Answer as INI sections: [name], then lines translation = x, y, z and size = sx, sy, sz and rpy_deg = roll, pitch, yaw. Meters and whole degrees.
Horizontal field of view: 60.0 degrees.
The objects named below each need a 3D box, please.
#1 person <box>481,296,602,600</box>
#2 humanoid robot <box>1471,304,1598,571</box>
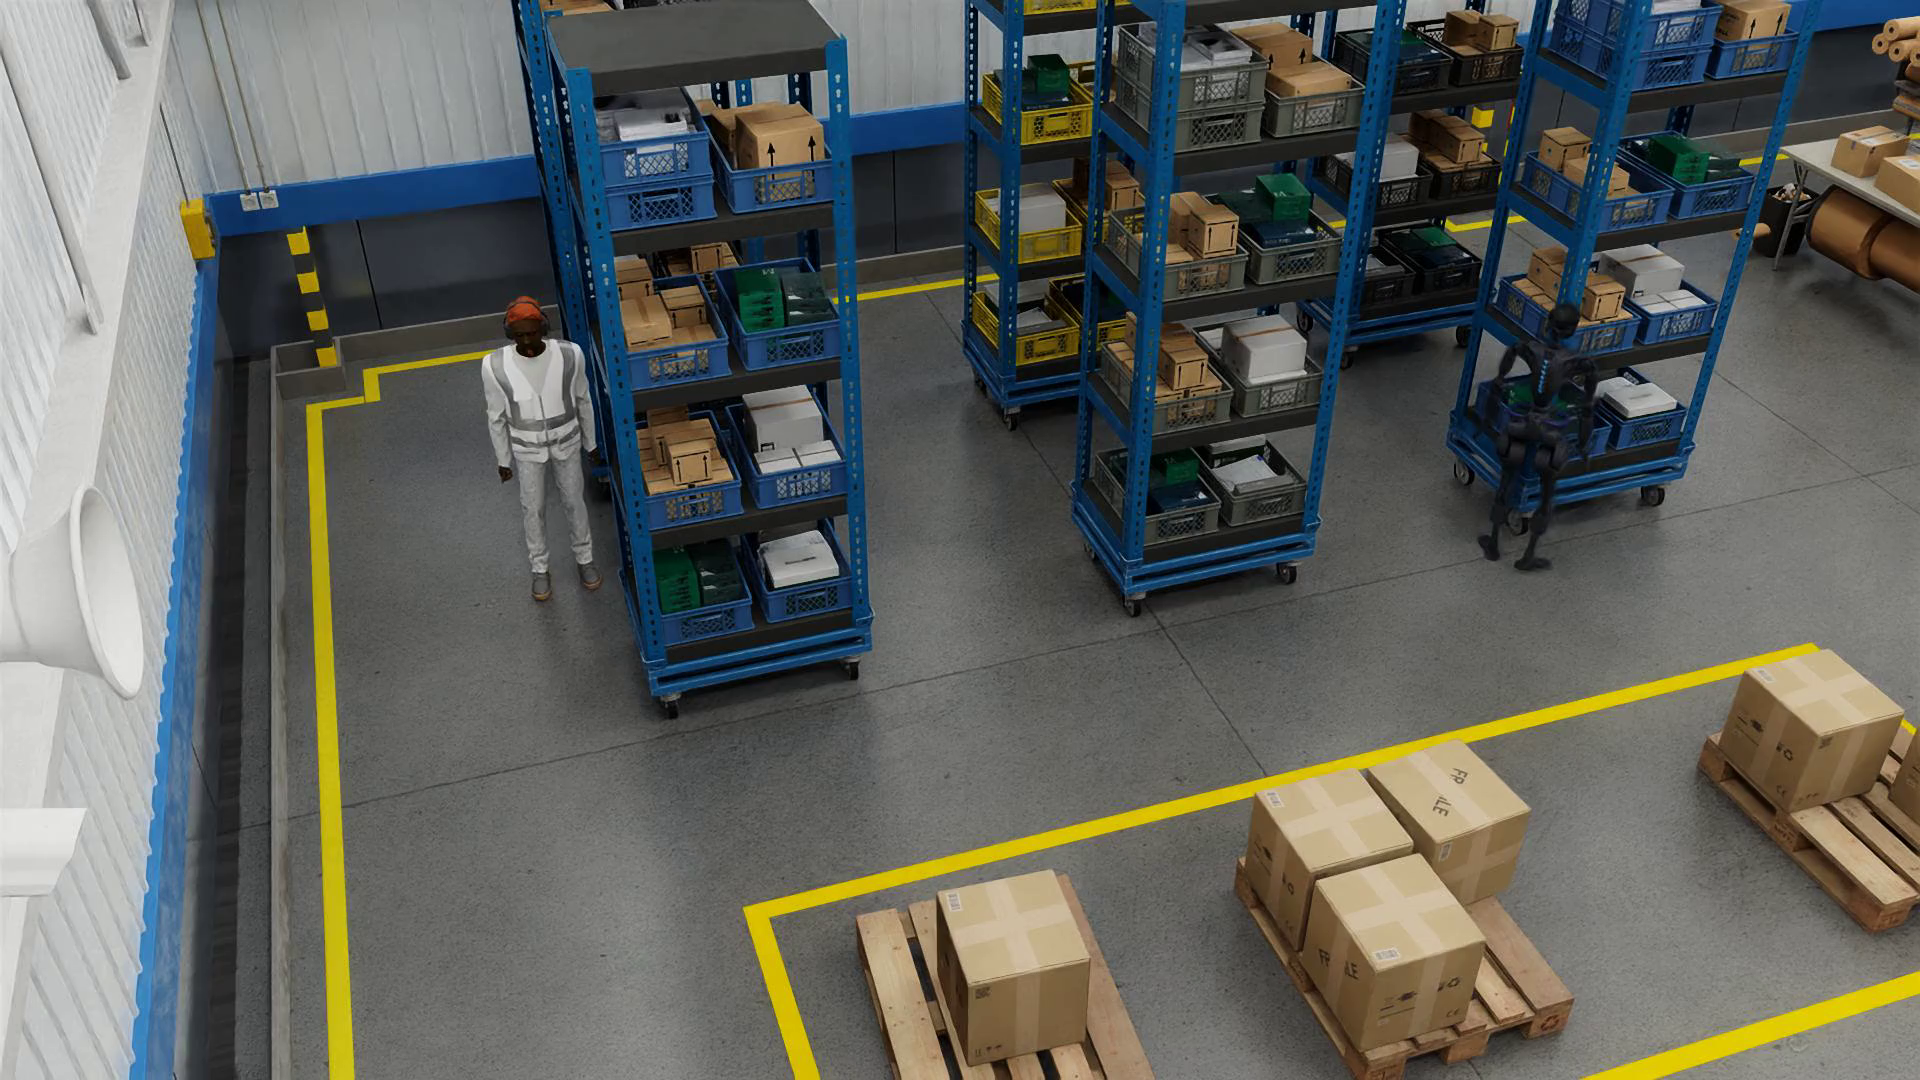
[person]
translation = -2.332, -0.518, 9.388
size = 0.579, 1.882, 0.340
rpy_deg = -12, 37, -16
[humanoid robot]
translation = 3.332, -0.602, 9.679
size = 0.665, 1.653, 0.371
rpy_deg = 20, 40, 26
